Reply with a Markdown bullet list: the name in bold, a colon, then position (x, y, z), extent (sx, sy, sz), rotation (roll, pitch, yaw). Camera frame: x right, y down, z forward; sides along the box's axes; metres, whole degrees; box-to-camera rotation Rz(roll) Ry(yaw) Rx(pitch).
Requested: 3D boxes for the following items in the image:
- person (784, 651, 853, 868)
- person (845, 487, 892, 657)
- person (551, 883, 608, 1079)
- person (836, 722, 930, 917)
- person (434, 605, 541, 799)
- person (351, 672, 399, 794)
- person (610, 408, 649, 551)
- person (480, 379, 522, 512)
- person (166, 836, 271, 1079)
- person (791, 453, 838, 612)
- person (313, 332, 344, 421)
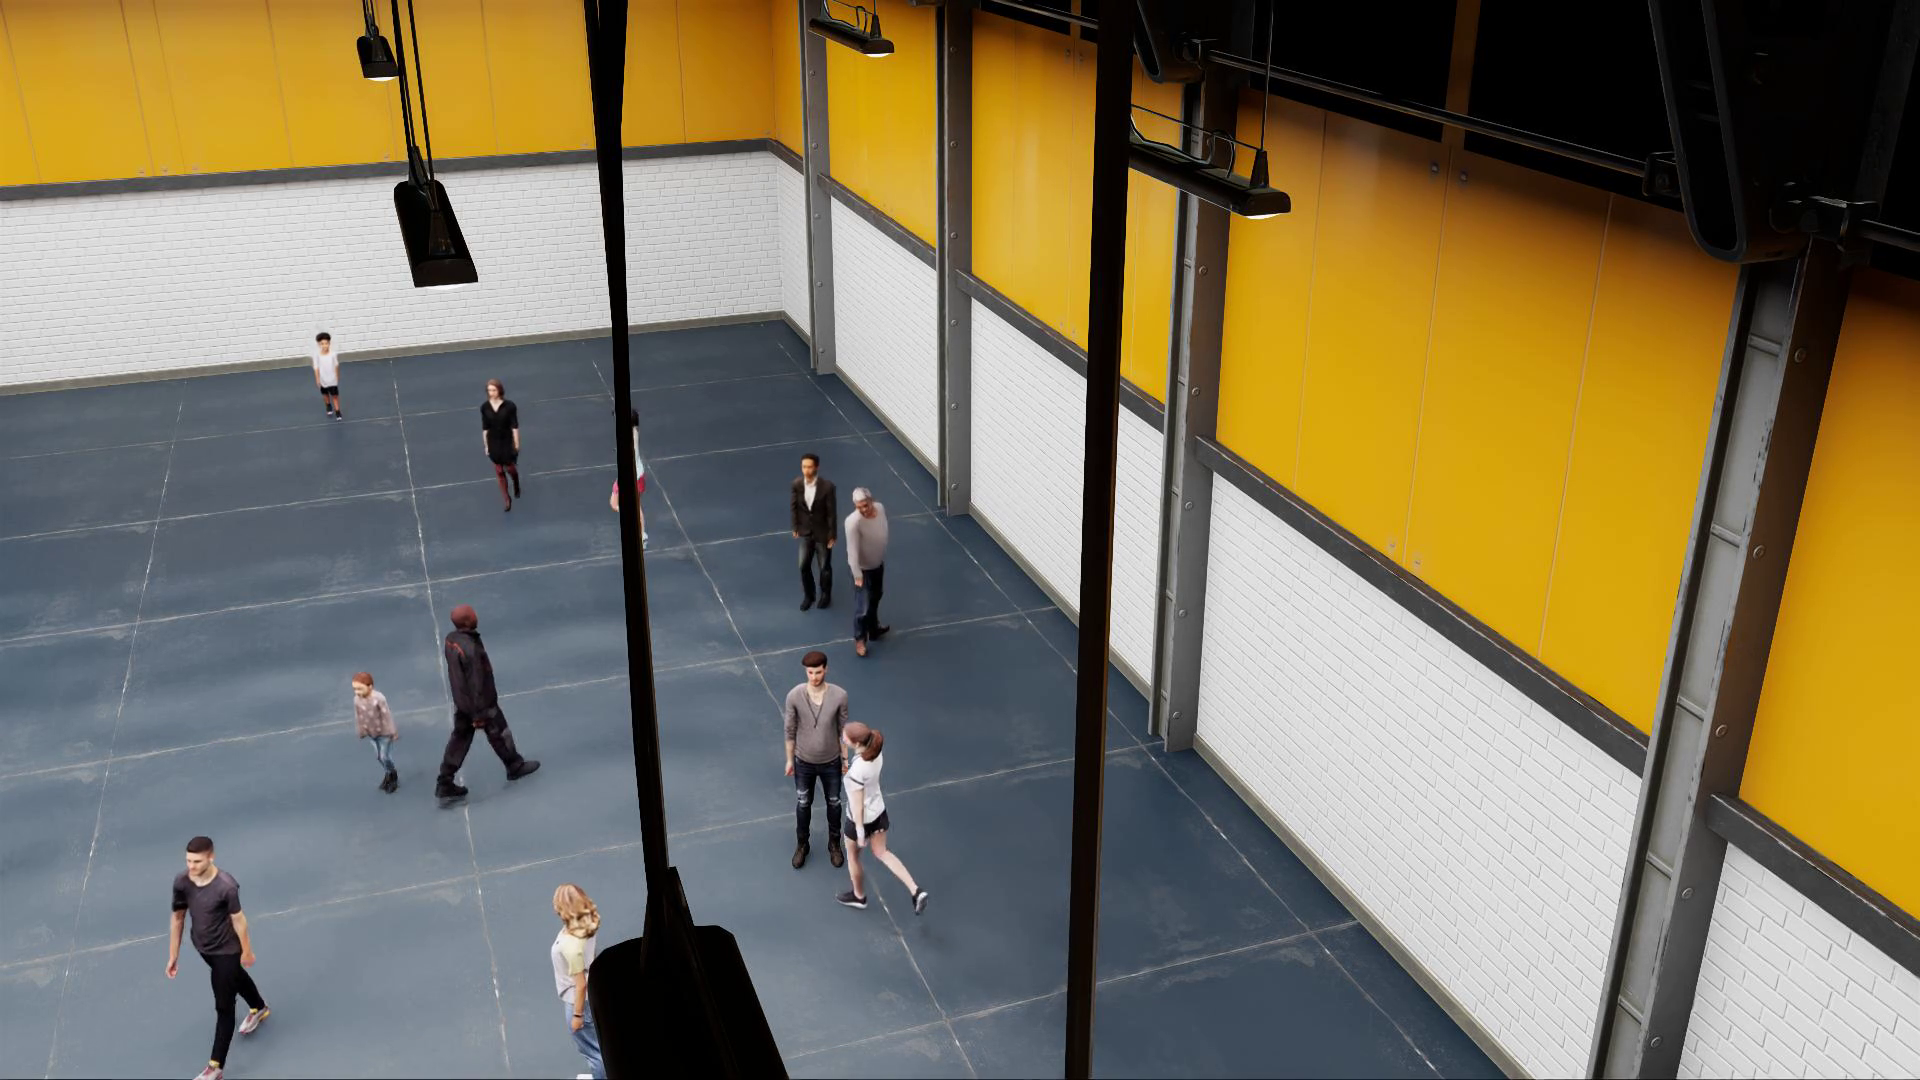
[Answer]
- **person**: position (-1.149, 1.749, 13.451), extent (0.755, 1.905, 0.682), rotation (-1, 24, -3)
- **person**: position (-0.930, 0.244, 16.944), extent (0.982, 1.866, 0.994), rotation (10, 25, 21)
- **person**: position (-2.455, 2.978, 10.868), extent (0.752, 1.723, 0.591), rotation (0, 24, -1)
- **person**: position (-0.639, 2.172, 12.715), extent (1.094, 1.720, 0.991), rotation (13, 27, 27)
- **person**: position (-4.288, 1.421, 14.335), extent (1.096, 1.799, 1.260), rotation (-20, 31, -39)
- **person**: position (-5.074, 1.646, 14.596), extent (0.591, 1.177, 0.638), rotation (6, 24, 13)
- **person**: position (-3.742, -0.690, 19.222), extent (0.819, 1.752, 0.751), rotation (9, 25, 19)
- **person**: position (-5.622, -1.198, 20.451), extent (0.698, 1.699, 0.768), rotation (0, 24, -1)
- **person**: position (-5.026, 2.754, 11.394), extent (1.065, 1.712, 1.221), rotation (7, 24, 15)
- **person**: position (-1.512, -0.128, 17.895), extent (0.851, 1.785, 0.875), rotation (5, 24, 10)
- **person**: position (-9.014, -2.343, 23.656), extent (0.502, 1.229, 0.882), rotation (-10, 25, -21)
